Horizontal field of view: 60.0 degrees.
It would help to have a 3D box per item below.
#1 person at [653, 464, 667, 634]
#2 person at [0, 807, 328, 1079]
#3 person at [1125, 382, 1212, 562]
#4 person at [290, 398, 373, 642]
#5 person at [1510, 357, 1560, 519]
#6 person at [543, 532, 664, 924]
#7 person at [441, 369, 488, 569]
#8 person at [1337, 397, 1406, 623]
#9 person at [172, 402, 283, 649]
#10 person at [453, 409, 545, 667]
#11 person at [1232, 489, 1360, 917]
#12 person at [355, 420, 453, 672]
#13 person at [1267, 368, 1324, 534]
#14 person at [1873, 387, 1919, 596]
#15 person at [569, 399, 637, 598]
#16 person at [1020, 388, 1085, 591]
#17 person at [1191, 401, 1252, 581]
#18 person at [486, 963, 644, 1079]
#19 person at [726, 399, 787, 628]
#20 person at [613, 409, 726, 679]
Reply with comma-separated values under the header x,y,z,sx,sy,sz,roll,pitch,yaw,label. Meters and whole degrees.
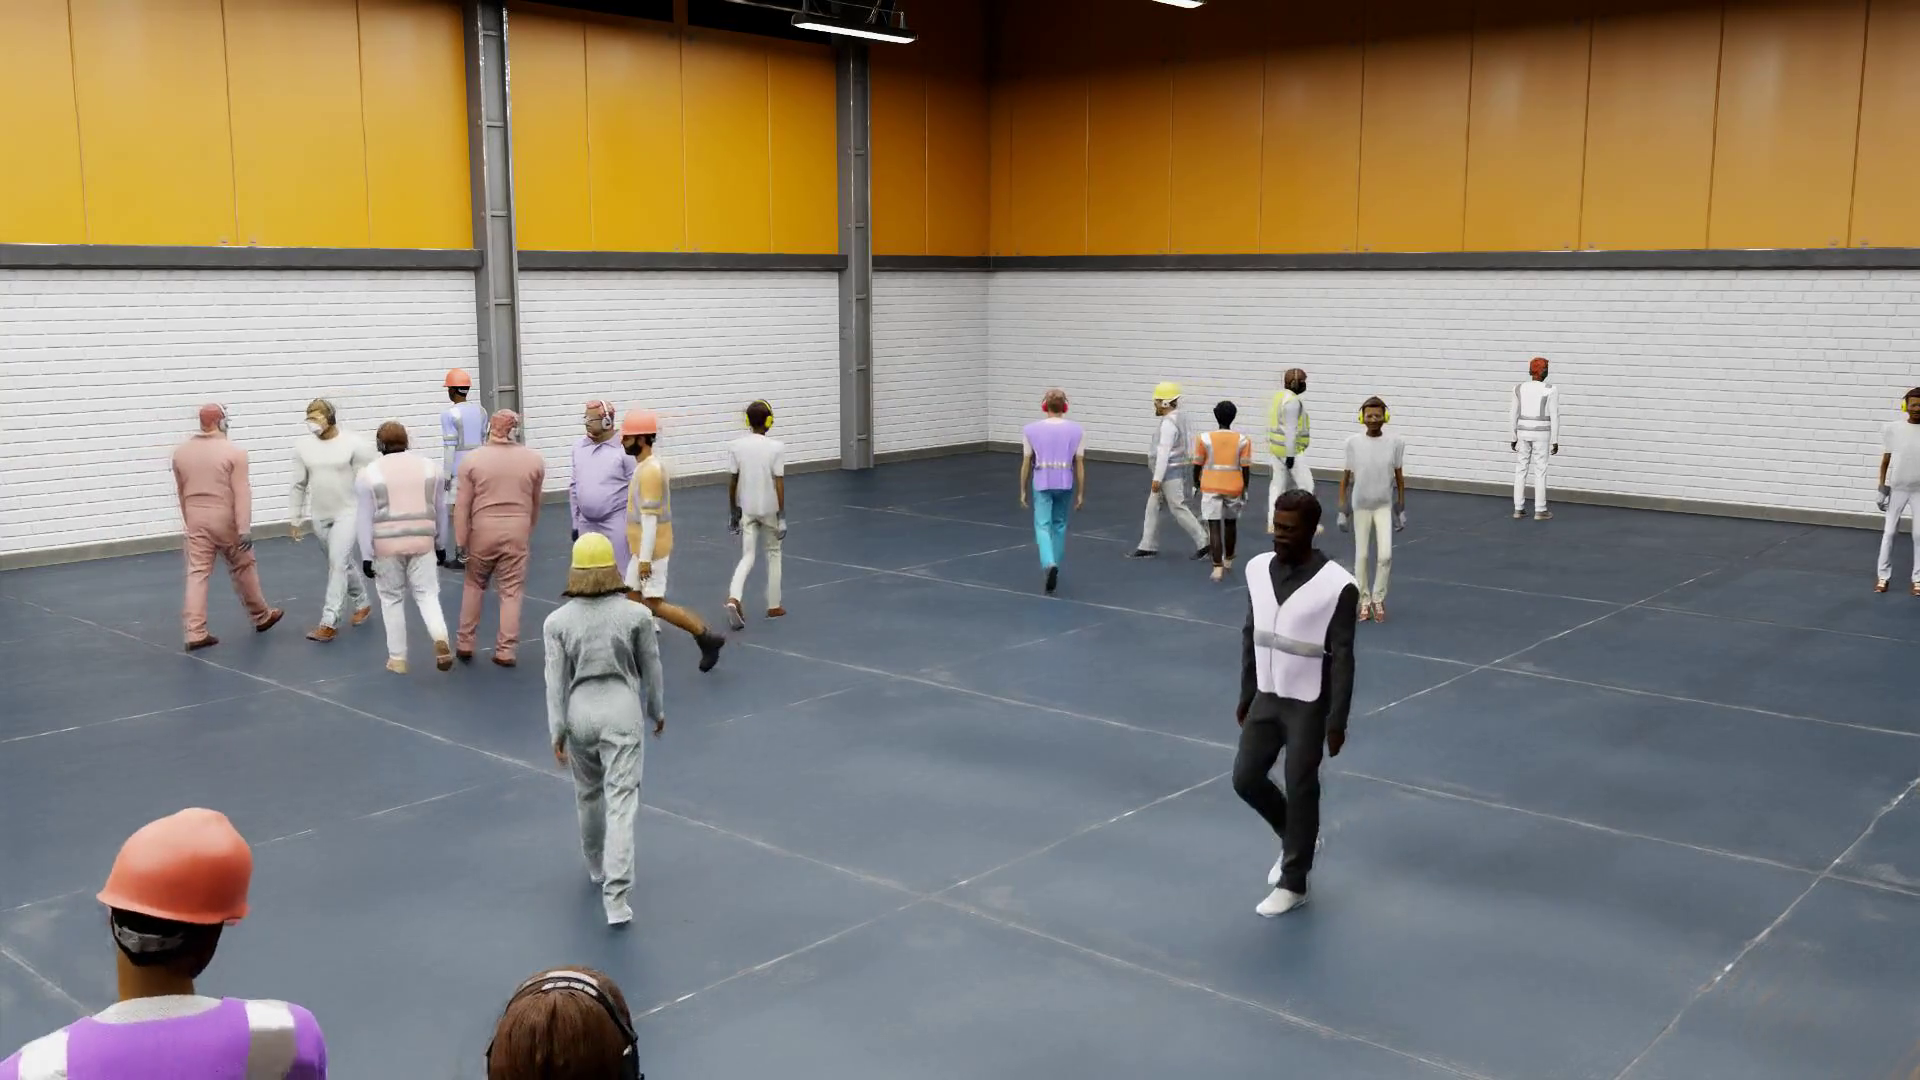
x,y,z,sx,sy,sz,roll,pitch,yaw,label
-2.512,-0.059,13.121,0.538,1.628,0.369,-6,11,-35,person
-1.374,1.432,2.931,0.560,1.882,0.831,-4,10,-22,person
2.133,-0.664,16.477,0.903,1.795,0.593,2,9,10,person
-4.936,-0.180,13.124,0.660,1.881,1.055,1,9,8,person
6.689,-1.182,19.368,0.581,1.882,0.339,9,13,44,person
-1.594,0.812,7.455,0.499,1.696,0.915,-1,9,-5,person
-4.811,-0.685,16.081,0.357,1.938,0.542,4,10,26,person
3.355,-0.240,13.541,0.569,1.851,0.550,2,9,10,person
-5.700,-0.134,12.869,0.675,1.851,0.984,2,9,10,person
-3.394,-0.024,12.209,0.677,1.860,0.764,-5,10,-27,person
1.473,0.715,7.371,0.441,1.908,0.613,-8,12,-40,person
-3.900,0.072,11.728,0.646,1.820,0.677,-6,11,-35,person
3.719,-0.963,18.186,0.728,1.818,0.662,0,9,-3,person
8.425,-0.431,14.749,0.501,1.860,0.342,5,11,30,person
-2.700,-0.117,12.624,0.643,1.905,0.400,4,10,25,person
0.846,-0.462,15.058,0.576,1.819,0.792,-1,9,-6,person
2.442,-0.476,15.646,0.541,1.659,0.823,0,9,-2,person
-0.552,1.529,2.563,0.654,1.809,0.724,0,9,3,person
-1.655,-0.219,13.468,0.521,1.847,0.841,3,9,16,person
-2.086,0.040,11.590,0.775,1.918,0.545,-3,9,-17,person
